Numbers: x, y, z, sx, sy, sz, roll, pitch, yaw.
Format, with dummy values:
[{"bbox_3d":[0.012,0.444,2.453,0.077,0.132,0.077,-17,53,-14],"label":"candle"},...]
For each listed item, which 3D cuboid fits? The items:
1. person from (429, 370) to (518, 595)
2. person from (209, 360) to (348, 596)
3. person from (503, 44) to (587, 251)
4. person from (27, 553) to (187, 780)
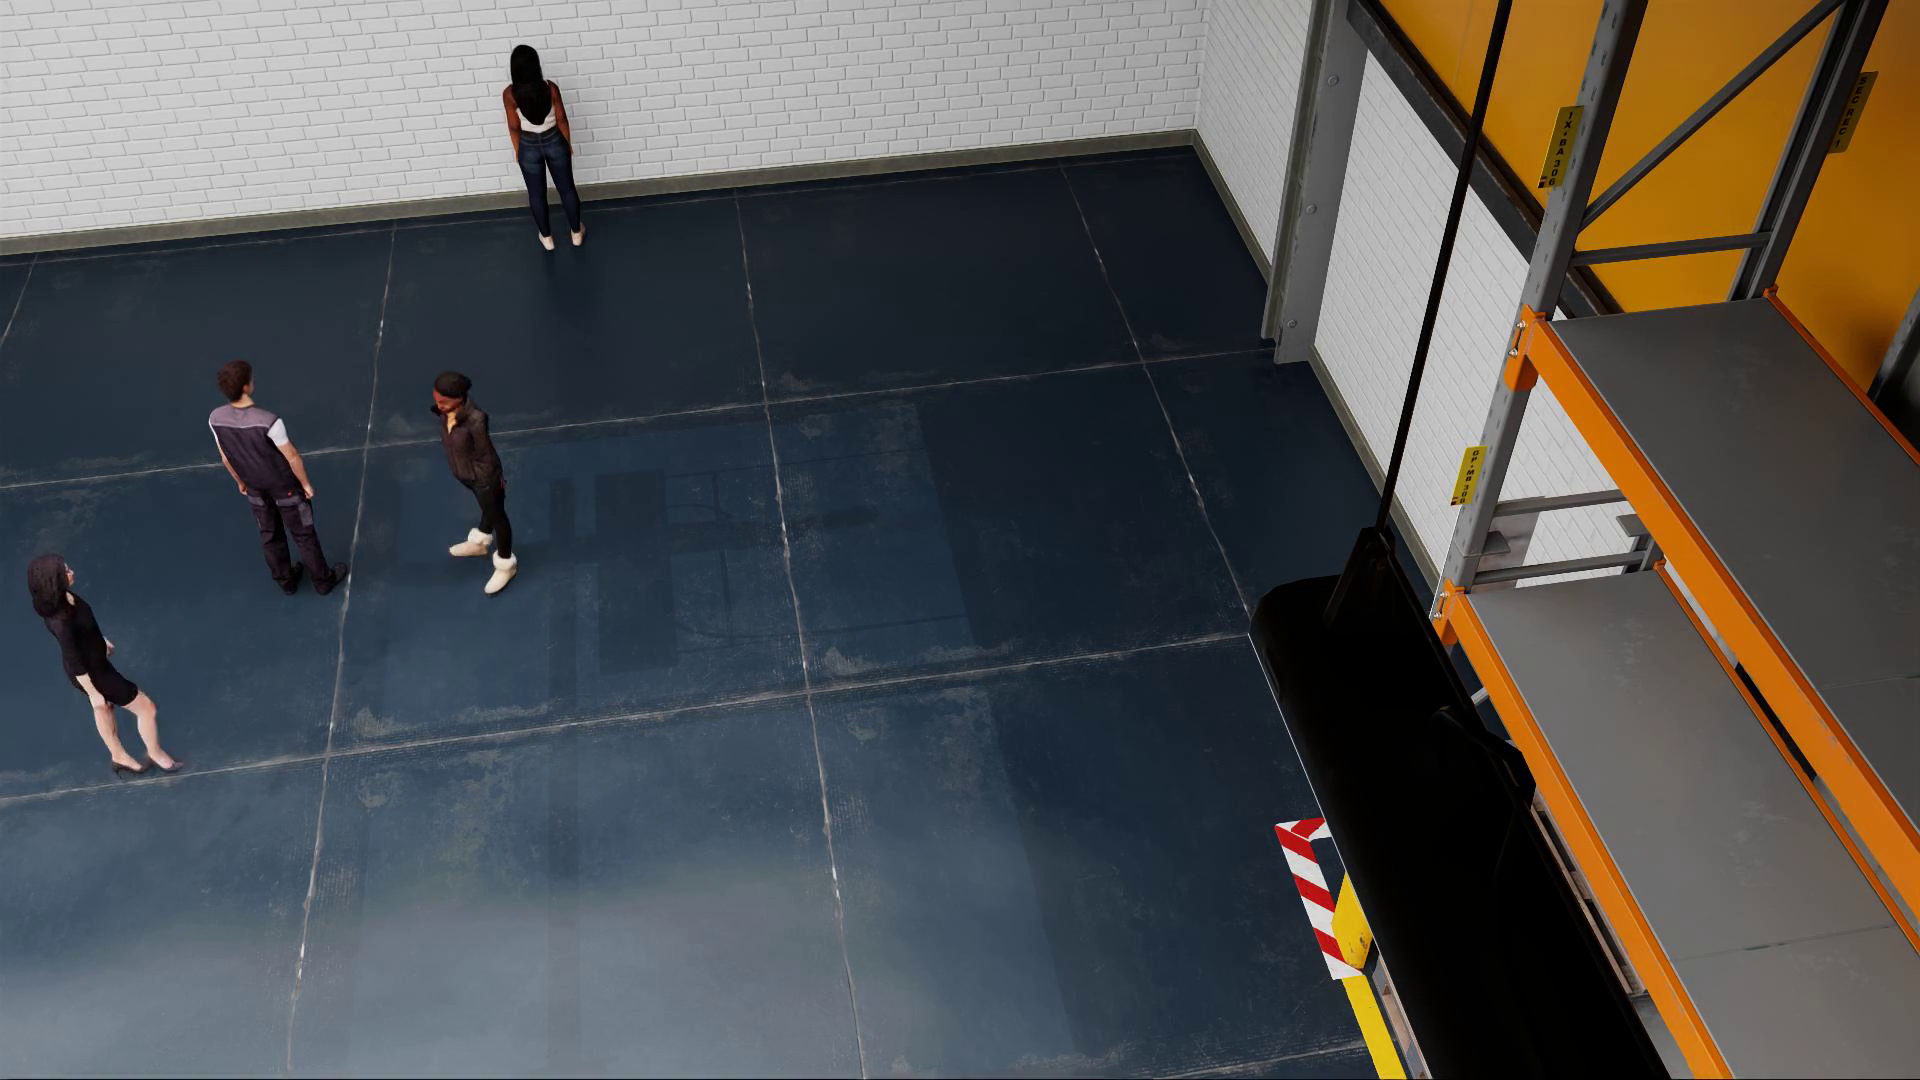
[{"bbox_3d":[-3.267,-0.373,10.924,0.783,1.660,0.844,15,46,15],"label":"person"},{"bbox_3d":[-4.468,-0.373,10.789,0.713,1.846,0.675,4,44,4],"label":"person"},{"bbox_3d":[-3.471,-3.257,13.845,0.643,1.807,0.598,-10,44,-10],"label":"person"},{"bbox_3d":[-5.081,0.800,9.597,0.773,1.793,0.669,-21,47,-21],"label":"person"}]
